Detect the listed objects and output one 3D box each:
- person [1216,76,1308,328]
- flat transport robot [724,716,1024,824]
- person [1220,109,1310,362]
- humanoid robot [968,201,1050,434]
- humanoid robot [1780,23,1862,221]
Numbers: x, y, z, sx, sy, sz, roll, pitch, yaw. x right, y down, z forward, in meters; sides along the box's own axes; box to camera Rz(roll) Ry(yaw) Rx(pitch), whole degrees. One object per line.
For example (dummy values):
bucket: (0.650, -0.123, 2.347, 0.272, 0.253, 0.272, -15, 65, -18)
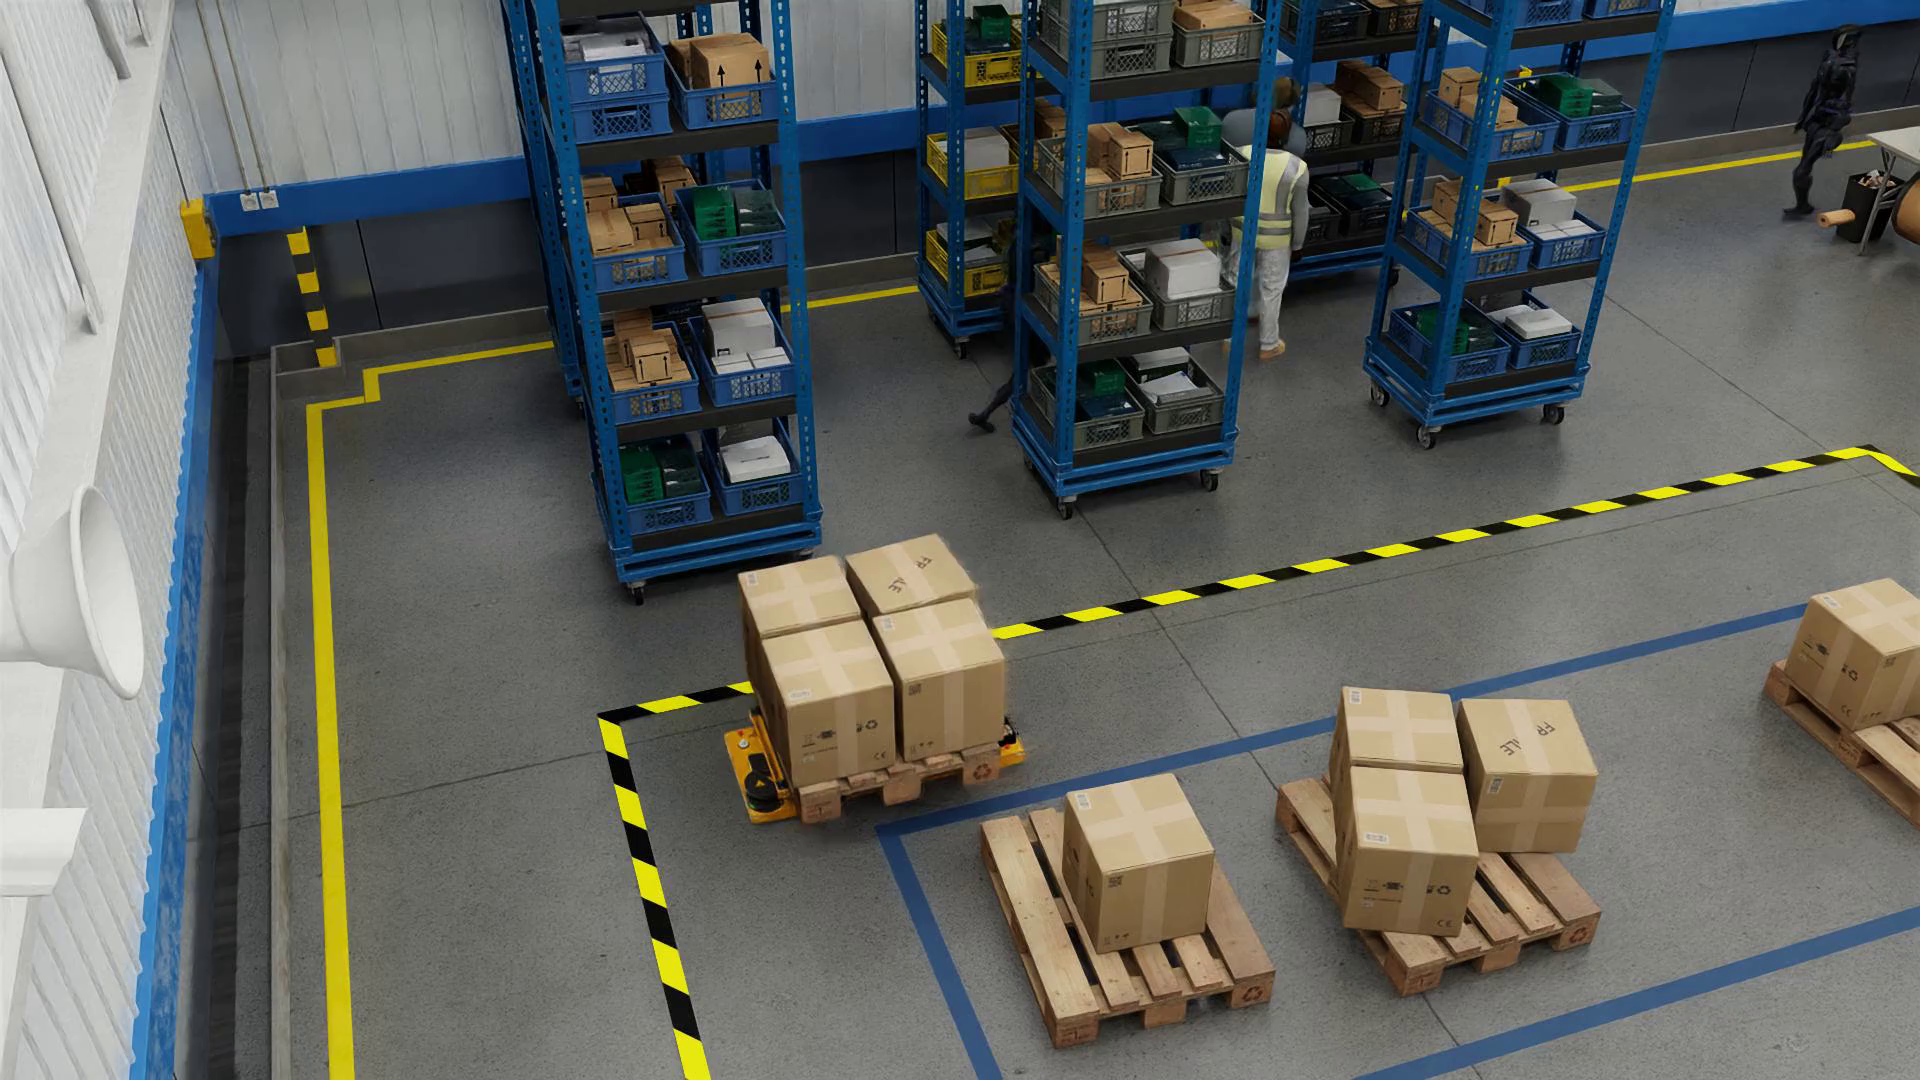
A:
person: (2.077, -2.445, 12.124, 0.771, 1.896, 0.364, 7, 36, 10)
flat transport robot: (-0.452, 1.023, 8.581, 1.431, 0.197, 0.652, -11, 37, -15)
person: (2.135, -2.141, 11.726, 0.634, 1.841, 0.429, 17, 39, 22)
humanoid robot: (0.394, -1.469, 10.960, 0.761, 1.636, 0.612, -12, 37, -16)
humanoid robot: (7.112, -3.439, 13.706, 0.376, 1.643, 0.604, -2, 35, -2)
